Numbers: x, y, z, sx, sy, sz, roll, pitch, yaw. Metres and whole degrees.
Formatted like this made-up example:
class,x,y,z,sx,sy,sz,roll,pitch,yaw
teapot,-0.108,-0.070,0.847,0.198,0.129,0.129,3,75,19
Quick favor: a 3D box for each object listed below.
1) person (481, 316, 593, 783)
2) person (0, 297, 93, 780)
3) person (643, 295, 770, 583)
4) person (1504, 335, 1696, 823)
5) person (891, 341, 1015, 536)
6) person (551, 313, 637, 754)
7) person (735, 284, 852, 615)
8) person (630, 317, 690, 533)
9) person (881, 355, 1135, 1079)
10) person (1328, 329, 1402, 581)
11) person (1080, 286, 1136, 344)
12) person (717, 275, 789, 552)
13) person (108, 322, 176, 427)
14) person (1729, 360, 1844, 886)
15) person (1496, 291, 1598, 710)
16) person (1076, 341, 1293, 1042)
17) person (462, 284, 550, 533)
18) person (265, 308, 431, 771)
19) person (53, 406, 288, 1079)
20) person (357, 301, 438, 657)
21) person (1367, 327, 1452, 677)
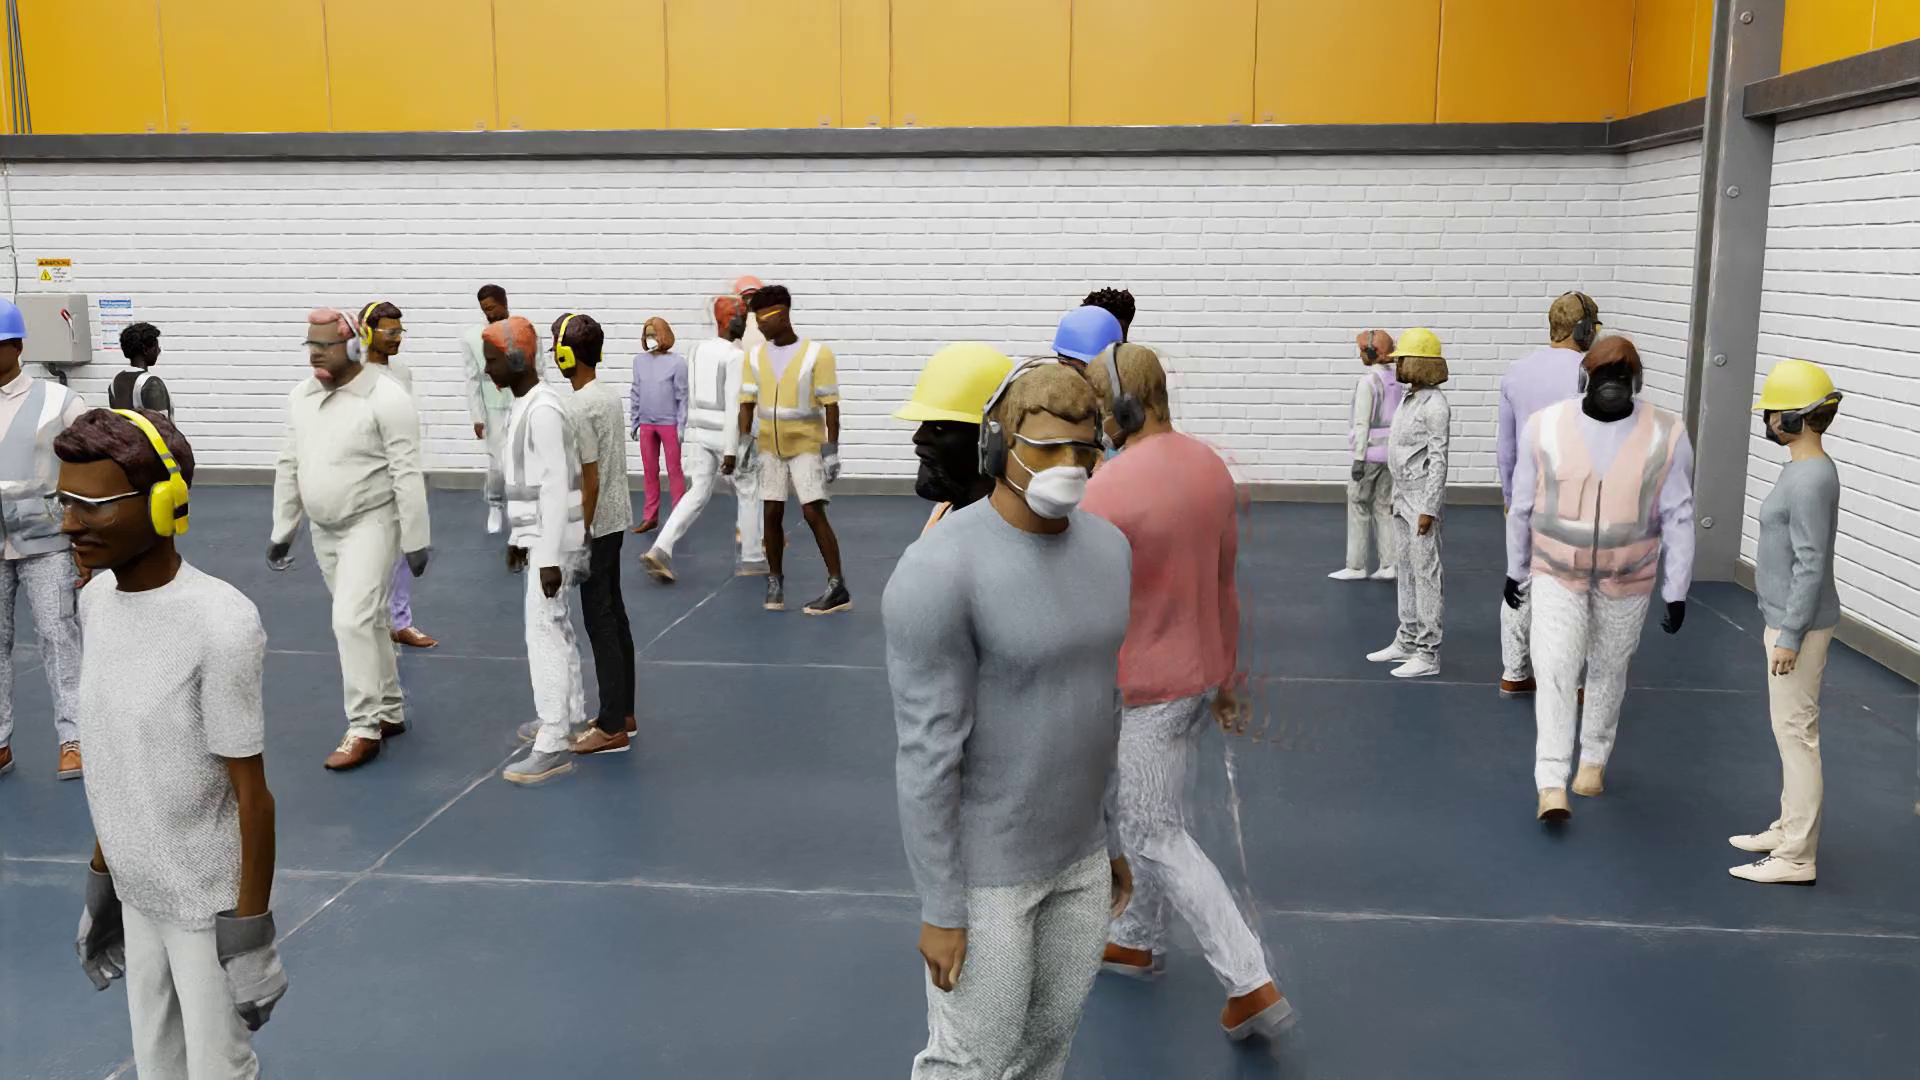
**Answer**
class,x,y,z,sx,sy,sz,roll,pitch,yaw
person,-1.721,0.019,6.855,0.405,1.865,0.818,-3,10,-15
person,-3.775,0.006,6.644,0.605,1.949,0.384,-3,10,-17
person,-1.601,-0.640,10.643,0.951,1.850,0.605,-9,14,-43
person,2.373,0.152,6.204,0.657,1.804,0.923,4,11,20
person,0.027,0.525,3.724,0.363,1.930,0.587,-4,11,-22
person,-1.562,-0.020,7.034,0.335,1.865,0.519,1,10,3
person,-1.001,-0.534,9.796,0.670,1.929,0.469,4,11,23
person,-2.250,-0.850,12.446,0.498,1.633,0.289,4,11,22
person,0.122,0.620,3.166,0.378,1.937,0.628,9,13,41
person,2.625,-0.528,10.614,0.447,1.633,0.540,9,13,40
person,0.739,-0.217,7.908,0.374,1.958,0.607,0,10,-2
person,-1.462,-0.912,11.891,0.636,1.952,0.439,7,12,36
person,-4.924,-0.470,10.088,0.533,1.697,0.319,7,12,35
person,2.785,0.279,5.609,0.323,1.764,0.533,5,11,26
person,2.770,-0.180,7.734,0.354,1.937,0.635,-5,11,-29
person,0.583,0.411,4.504,0.836,1.896,0.630,7,12,34
person,-3.352,-0.966,12.393,0.651,1.882,0.533,-6,11,-30
person,-2.602,-0.011,6.921,0.659,1.881,0.750,6,11,30
person,-1.436,0.679,3.066,0.515,1.859,0.320,7,12,36
person,-3.024,-0.315,8.739,0.325,1.862,0.511,5,11,27
person,2.270,-0.188,8.340,0.301,1.745,0.483,-1,10,-5
